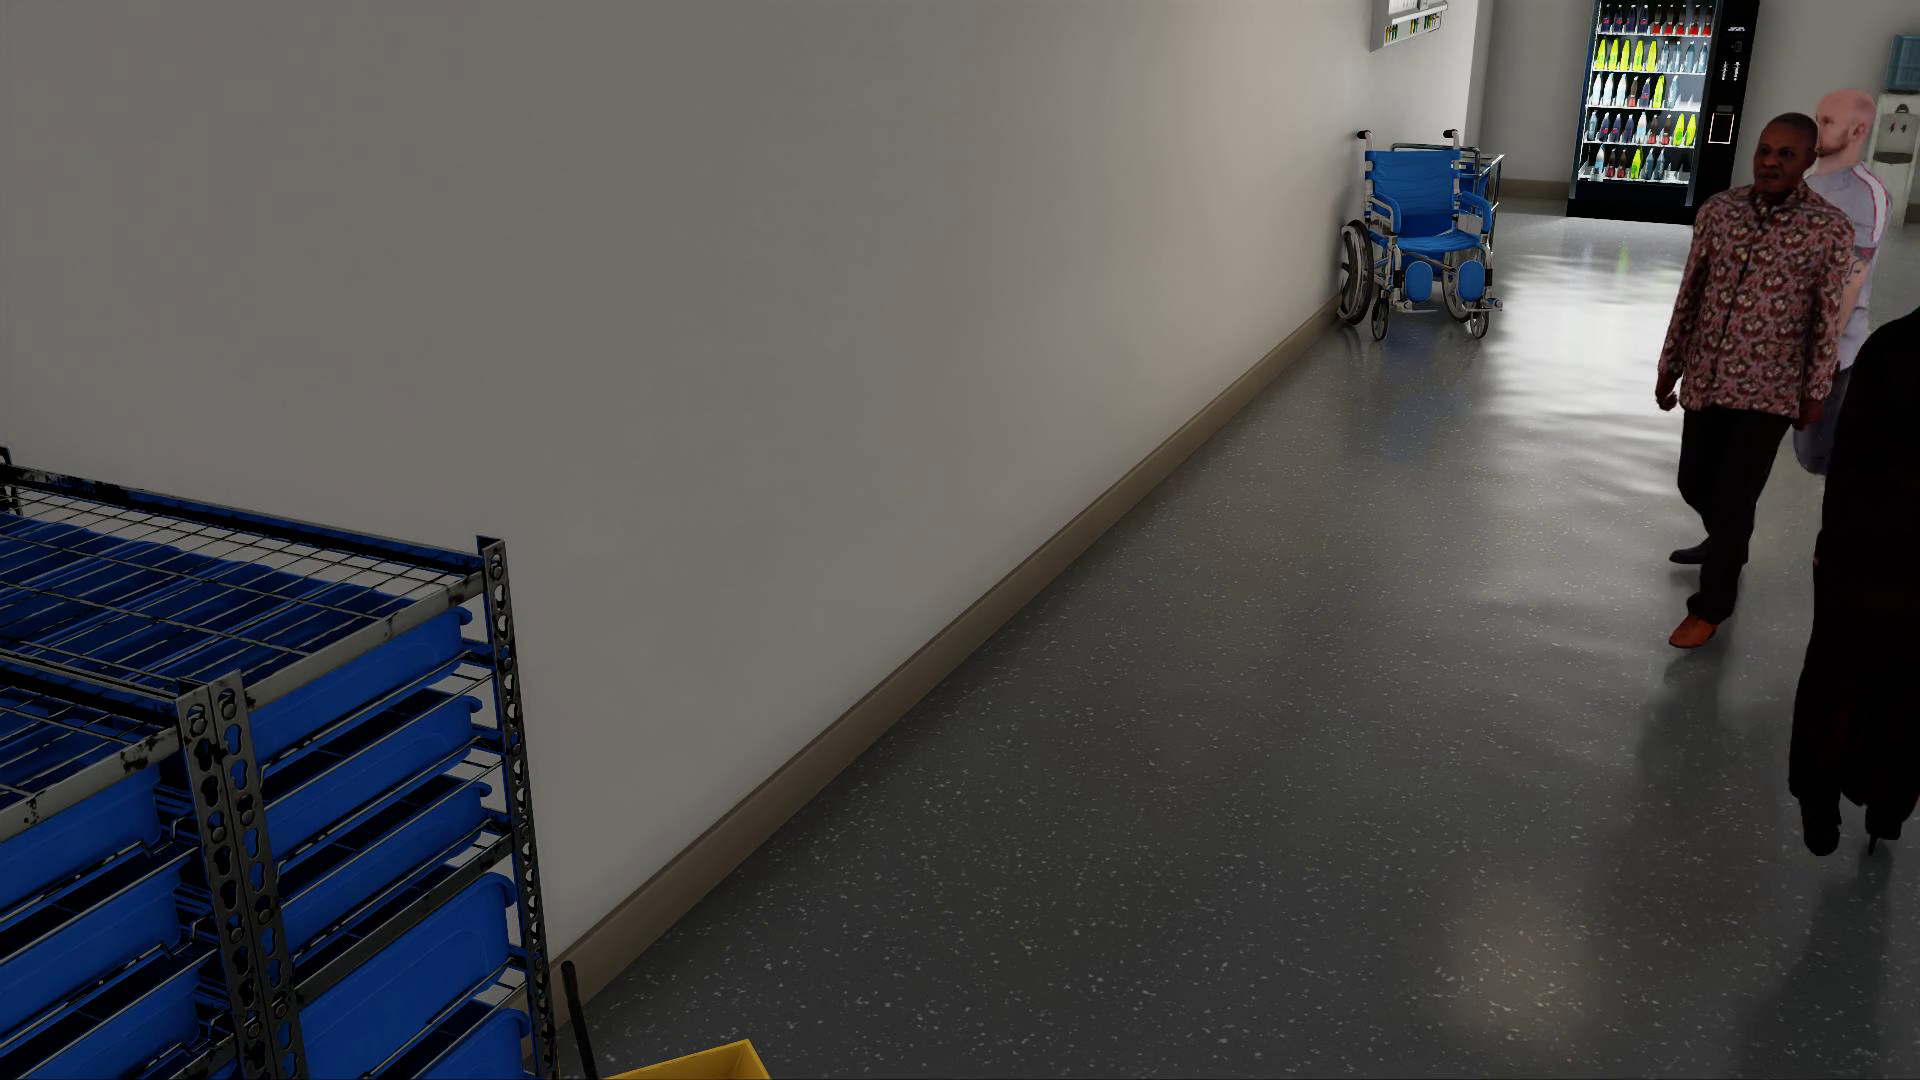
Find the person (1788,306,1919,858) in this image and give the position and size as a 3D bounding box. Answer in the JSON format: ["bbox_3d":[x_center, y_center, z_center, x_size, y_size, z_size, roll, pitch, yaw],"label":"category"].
[{"bbox_3d":[2.397,0.075,4.141,0.822,1.744,0.779,13,24,30],"label":"person"}]

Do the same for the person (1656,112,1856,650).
[{"bbox_3d":[2.724,-0.562,5.747,1.026,1.798,1.144,-18,27,-39],"label":"person"}]

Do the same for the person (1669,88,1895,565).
[{"bbox_3d":[3.238,-0.711,6.135,1.211,1.802,1.013,-1,21,-4],"label":"person"}]
